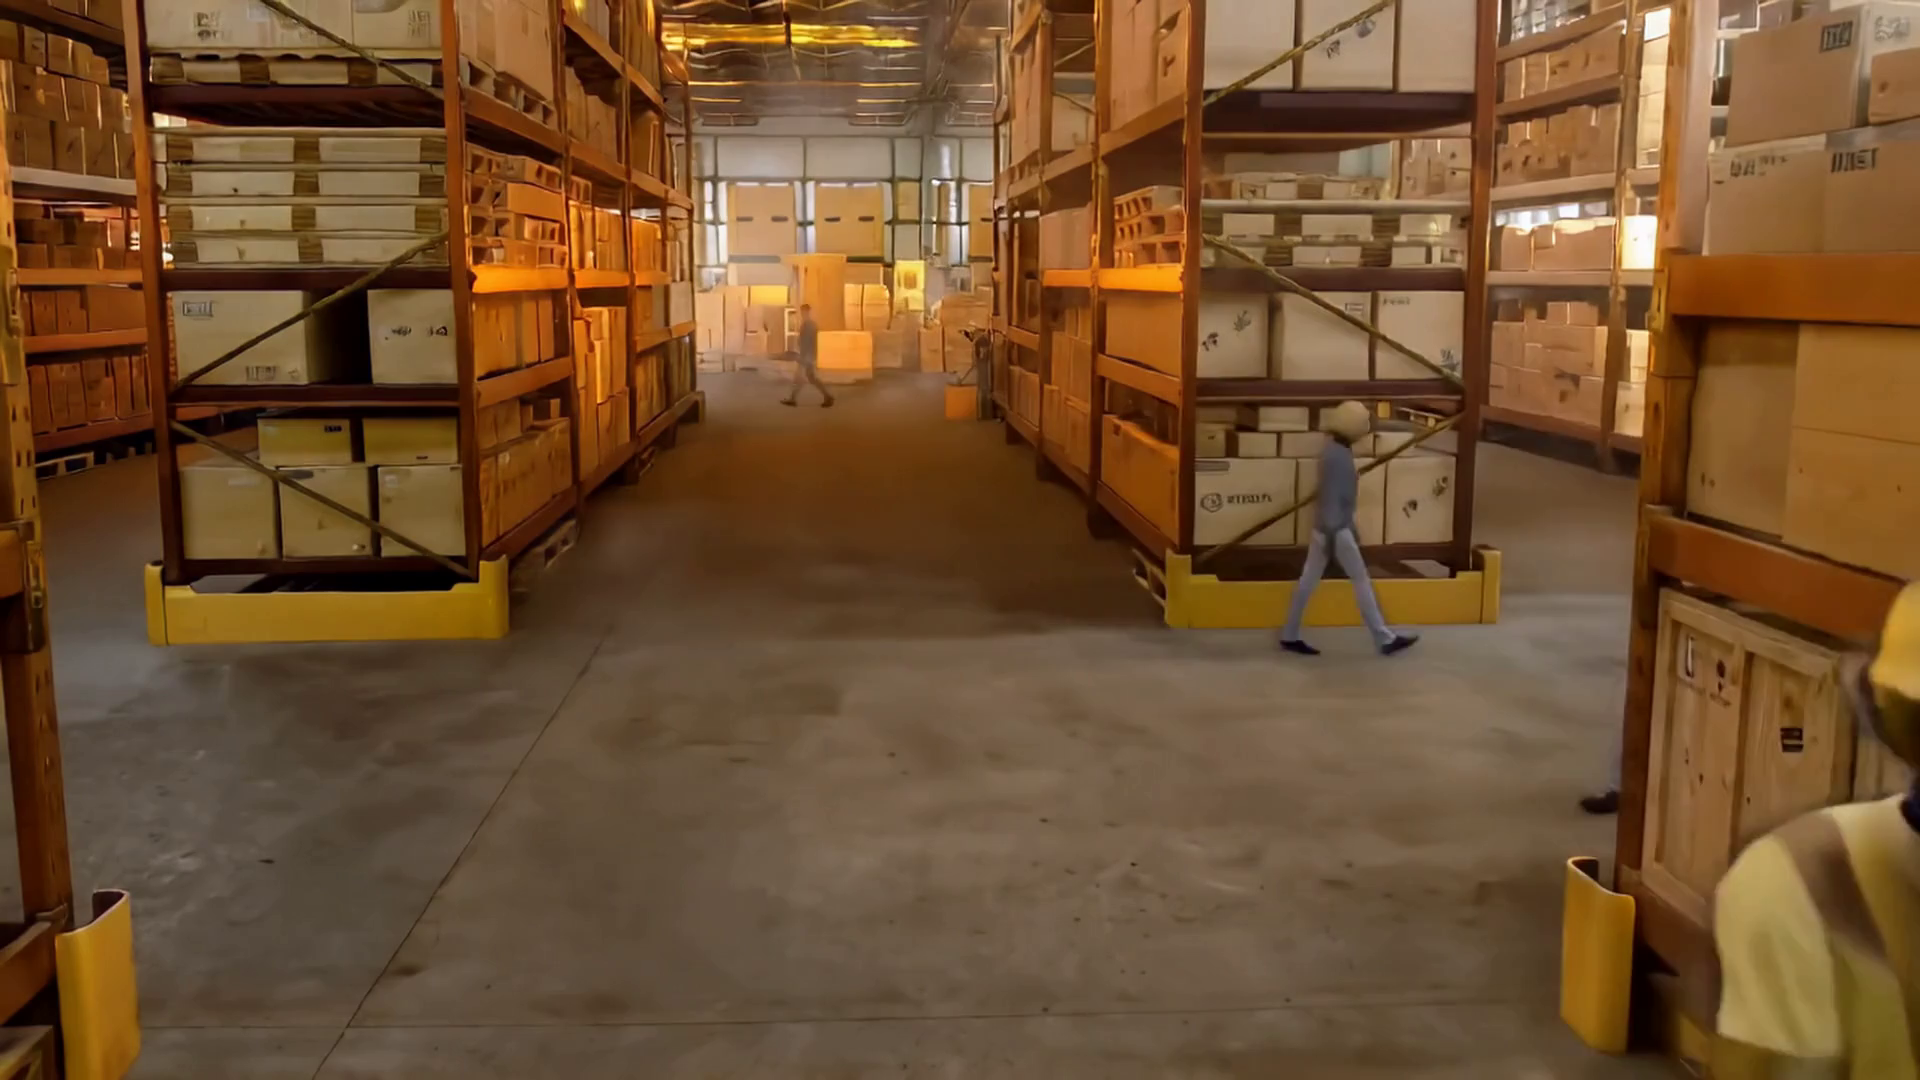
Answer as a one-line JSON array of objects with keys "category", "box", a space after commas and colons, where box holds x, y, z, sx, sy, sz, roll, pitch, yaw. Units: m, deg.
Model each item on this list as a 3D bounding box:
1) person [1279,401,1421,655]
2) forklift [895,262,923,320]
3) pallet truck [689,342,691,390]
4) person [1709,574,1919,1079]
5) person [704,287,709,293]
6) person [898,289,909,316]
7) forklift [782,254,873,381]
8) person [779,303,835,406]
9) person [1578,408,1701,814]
[{"category": "person", "box": [2.386, -0.056, 10.217, 0.859, 1.577, 0.504, 0, 9, 0]}, {"category": "forklift", "box": [-1.901, -8.824, 61.238, 1.129, 2.768, 1.873, -1, 9, -4]}, {"category": "pallet truck", "box": [-5.225, -3.008, 27.480, 1.885, 1.965, 0.823, 2, 9, 14]}, {"category": "person", "box": [1.268, 0.994, 2.269, 0.614, 2.026, 0.602, -1, 9, -5]}, {"category": "person", "box": [-9.715, -8.786, 64.113, 0.337, 1.882, 0.583, 0, 9, 1]}, {"category": "person", "box": [-1.852, -7.200, 54.028, 0.565, 1.927, 0.647, -3, 9, -18]}, {"category": "forklift", "box": [-2.949, -4.984, 37.127, 1.873, 2.768, 1.129, 8, 12, 41]}, {"category": "person", "box": [-2.720, -3.306, 29.836, 0.978, 1.877, 0.643, -1, 9, -6]}, {"category": "person", "box": [3.225, 0.314, 7.266, 0.989, 1.804, 0.578, -3, 10, -21]}]
